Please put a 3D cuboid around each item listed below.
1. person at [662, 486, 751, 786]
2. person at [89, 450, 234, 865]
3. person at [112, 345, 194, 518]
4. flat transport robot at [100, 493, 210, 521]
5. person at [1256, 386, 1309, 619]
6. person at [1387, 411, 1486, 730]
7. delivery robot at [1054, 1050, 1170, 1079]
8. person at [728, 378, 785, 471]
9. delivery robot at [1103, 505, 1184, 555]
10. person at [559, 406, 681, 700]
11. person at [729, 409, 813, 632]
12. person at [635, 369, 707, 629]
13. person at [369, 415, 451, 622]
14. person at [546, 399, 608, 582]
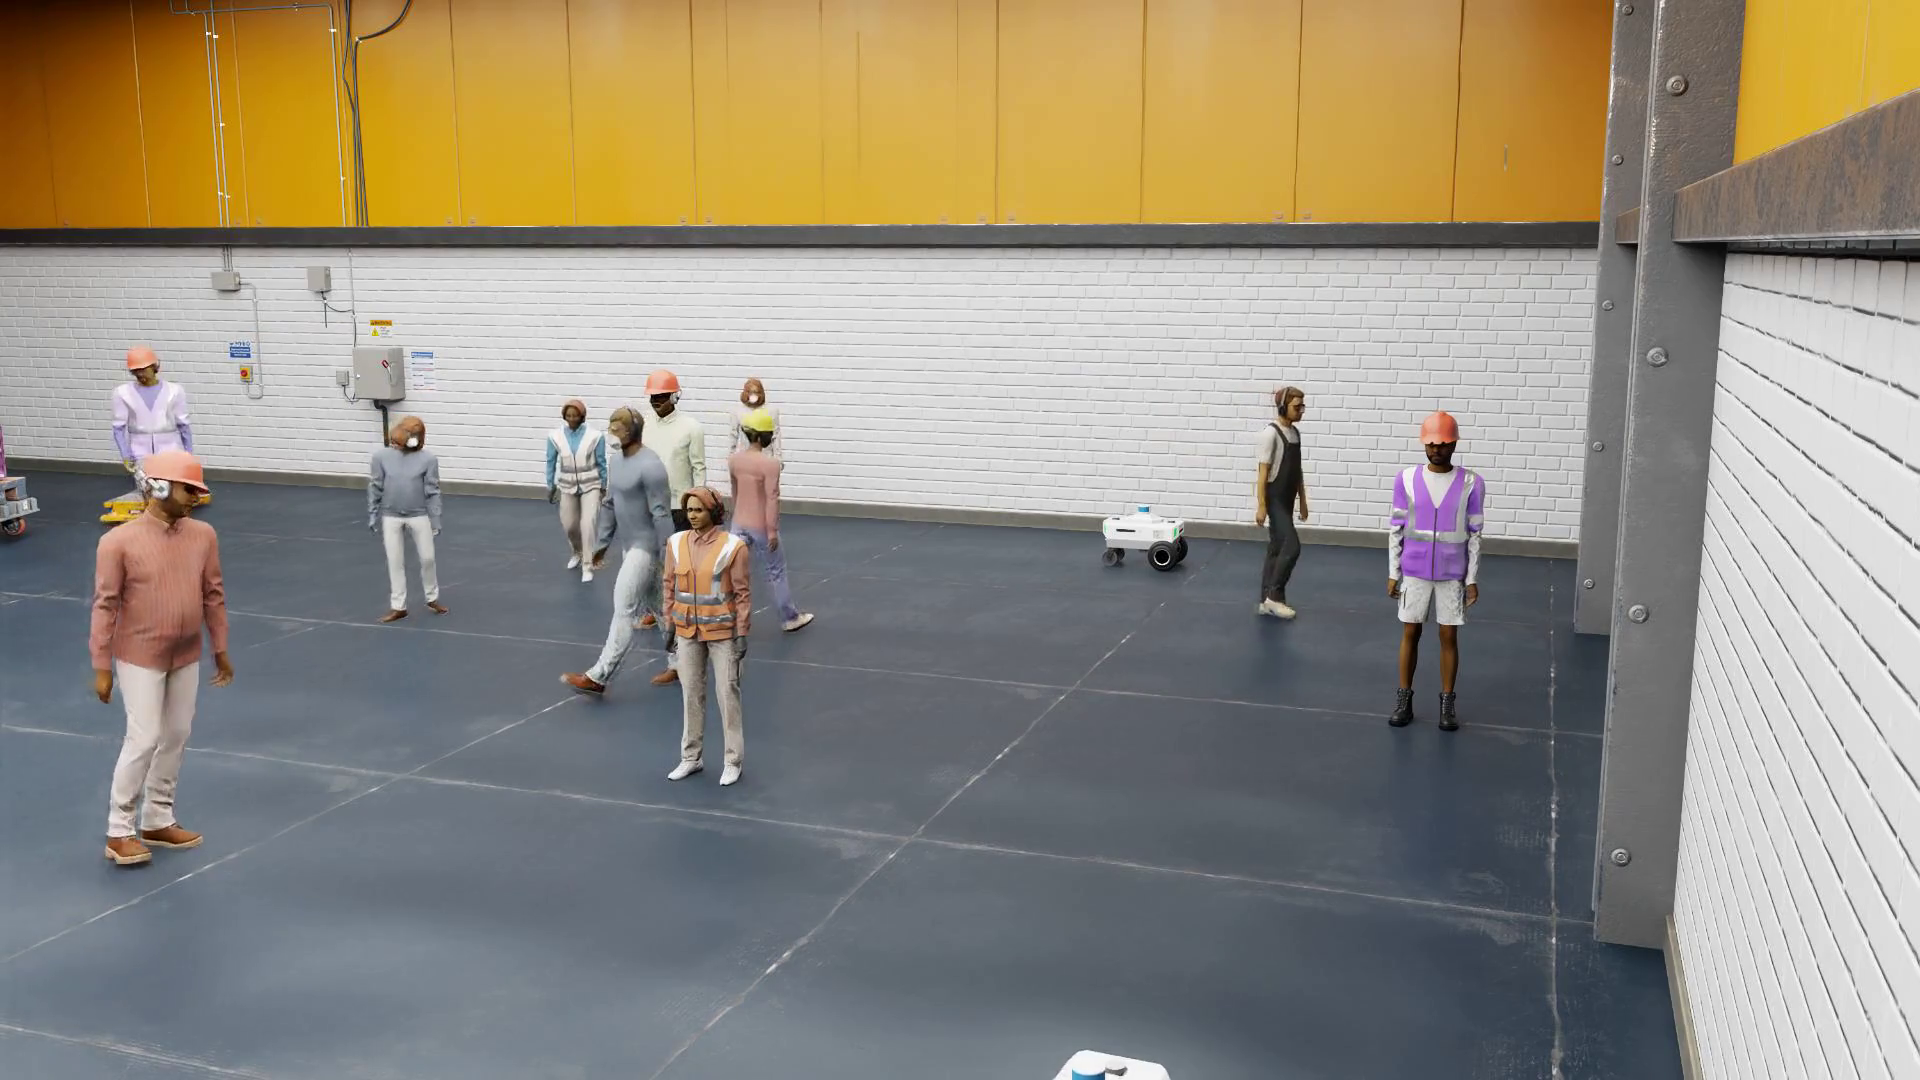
[{"bbox_3d":[-1.376,0.515,9.051,0.521,1.640,0.306,3,11,19],"label":"person"},{"bbox_3d":[-3.822,0.549,7.981,0.439,1.957,0.659,5,11,26],"label":"person"},{"bbox_3d":[-7.382,-0.770,15.232,0.648,2.007,0.496,-4,11,-22],"label":"person"},{"bbox_3d":[-8.733,-0.404,18.076,0.652,0.197,1.431,-1,10,-6],"label":"flat transport robot"},{"bbox_3d":[2.561,-0.278,12.977,0.516,1.828,0.550,7,12,35],"label":"person"},{"bbox_3d":[2.864,0.187,10.054,0.551,1.937,0.357,3,11,19],"label":"person"},{"bbox_3d":[0.371,1.756,4.851,0.477,0.478,0.707,4,11,22],"label":"delivery robot"},{"bbox_3d":[-2.042,-0.819,16.660,0.581,1.601,0.636,0,10,0],"label":"person"},{"bbox_3d":[1.670,-0.076,15.169,0.707,0.478,0.477,3,11,19],"label":"delivery robot"},{"bbox_3d":[-2.177,0.079,10.795,1.010,1.887,0.651,-6,12,-30],"label":"person"},{"bbox_3d":[-1.496,-0.112,12.346,0.542,1.712,0.903,8,13,37],"label":"person"},{"bbox_3d":[-2.220,-0.296,12.616,0.621,1.994,0.381,3,11,19],"label":"person"},{"bbox_3d":[-4.315,-0.179,13.033,0.586,1.616,0.425,-2,10,-13],"label":"person"},{"bbox_3d":[-3.351,-0.463,14.663,0.530,1.607,0.640,0,10,-2],"label":"person"}]
